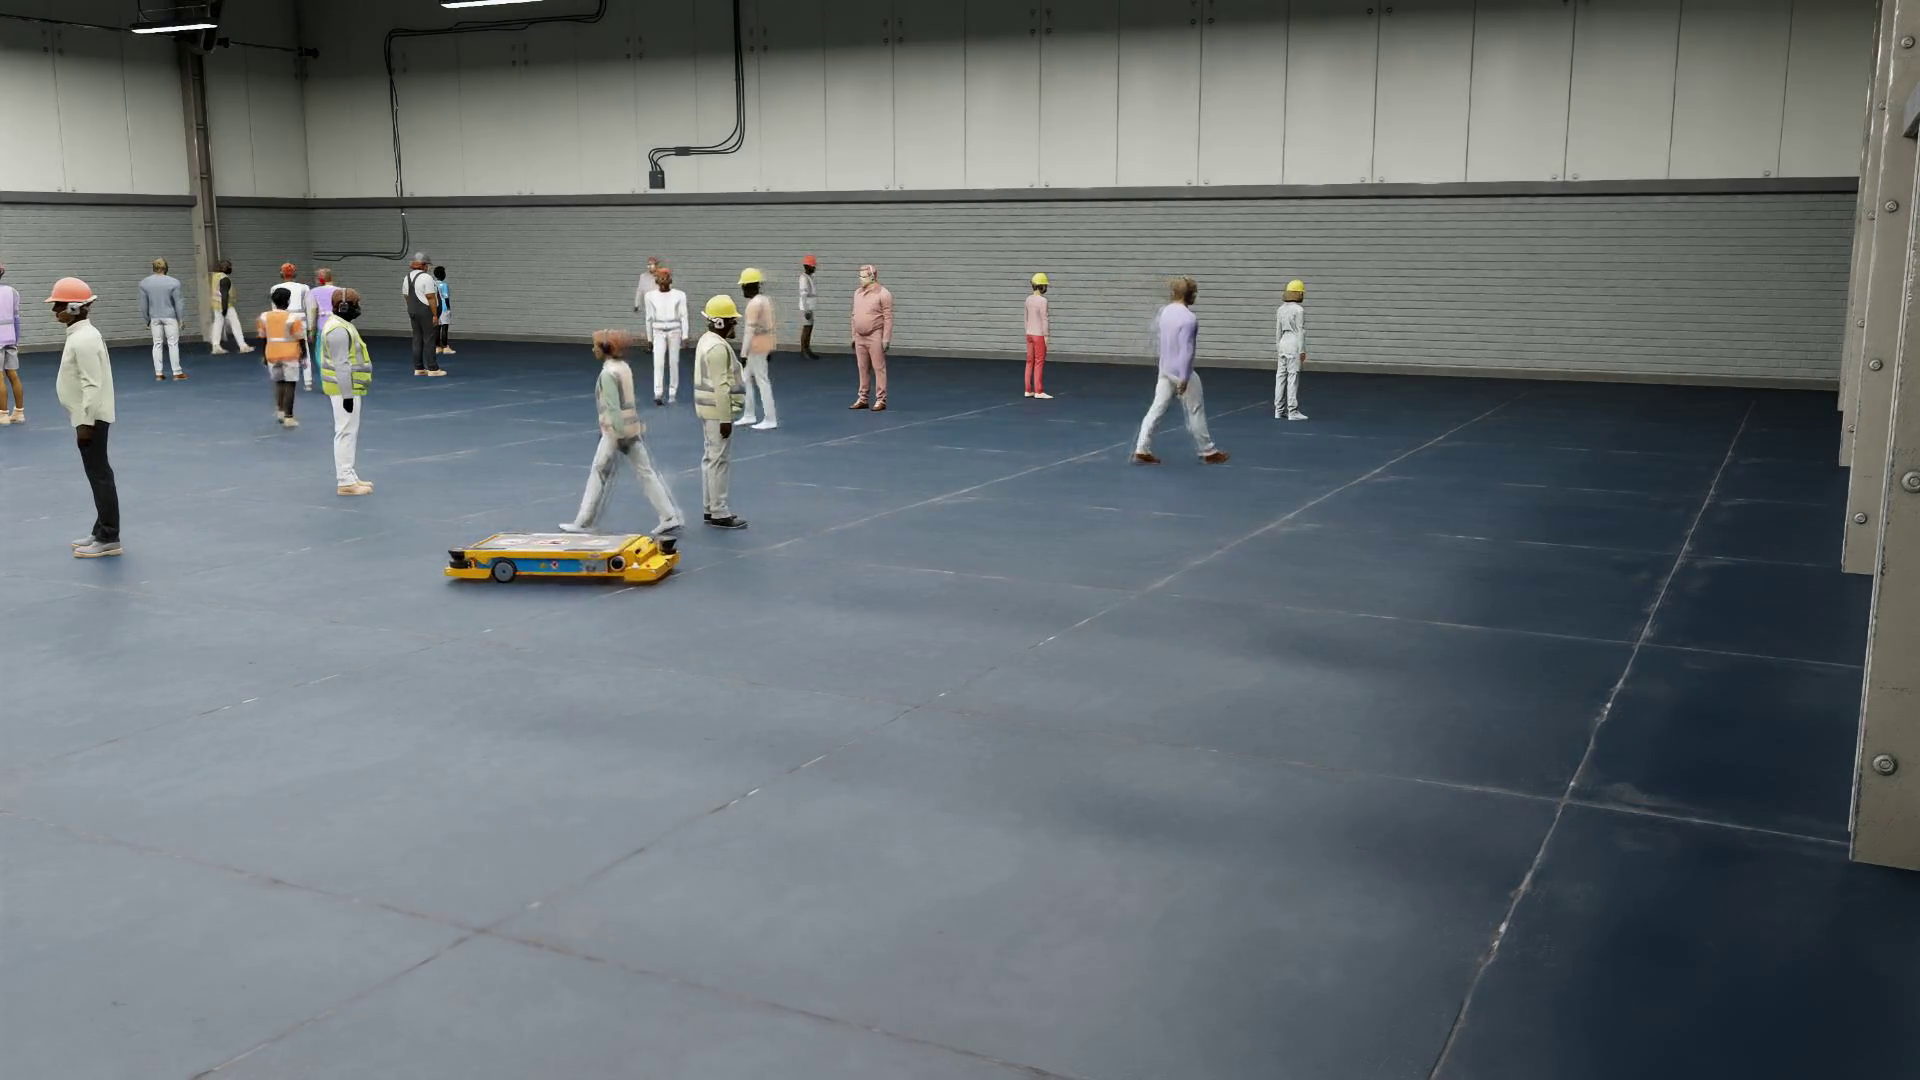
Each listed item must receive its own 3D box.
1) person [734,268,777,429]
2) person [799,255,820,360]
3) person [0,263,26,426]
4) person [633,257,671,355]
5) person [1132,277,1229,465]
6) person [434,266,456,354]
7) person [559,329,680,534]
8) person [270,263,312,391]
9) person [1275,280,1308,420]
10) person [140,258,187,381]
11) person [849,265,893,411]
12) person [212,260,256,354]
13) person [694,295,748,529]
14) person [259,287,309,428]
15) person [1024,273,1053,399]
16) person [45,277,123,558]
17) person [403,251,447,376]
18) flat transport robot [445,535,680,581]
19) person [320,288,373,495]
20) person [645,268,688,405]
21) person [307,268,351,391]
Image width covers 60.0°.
[{"bbox_3d":[-2.499,-2.255,19.698,0.713,1.900,0.629,1,10,5],"label":"person"},{"bbox_3d":[-2.767,-4.277,30.737,0.396,1.924,0.595,2,11,11],"label":"person"},{"bbox_3d":[-11.636,-2.396,20.106,0.378,2.044,0.607,2,11,12],"label":"person"},{"bbox_3d":[-5.902,-4.456,31.822,0.649,1.860,0.968,5,11,25],"label":"person"},{"bbox_3d":[2.197,-1.675,16.610,1.025,1.891,0.632,-5,11,-24],"label":"person"},{"bbox_3d":[-10.039,-4.449,32.236,0.536,1.700,0.318,9,14,40],"label":"person"},{"bbox_3d":[-2.587,-0.805,12.677,0.913,1.590,0.505,2,11,10],"label":"person"},{"bbox_3d":[-9.835,-3.125,24.518,0.572,1.883,0.354,-7,13,-34],"label":"person"},{"bbox_3d":[4.167,-2.377,20.841,0.311,1.736,0.483,-6,12,-28],"label":"person"},{"bbox_3d":[-12.605,-3.487,26.338,0.635,1.937,0.352,-1,10,-4],"label":"person"},{"bbox_3d":[-1.191,-2.648,21.864,0.637,1.904,0.403,8,13,37],"label":"person"},{"bbox_3d":[-14.226,-4.543,32.435,0.863,1.803,0.646,-9,14,-41],"label":"person"},{"bbox_3d":[-1.879,-1.005,13.089,0.403,1.832,0.593,-3,11,-17],"label":"person"},{"bbox_3d":[-8.074,-2.187,19.952,0.549,1.676,0.520,1,10,7],"label":"person"},{"bbox_3d":[1.111,-2.873,23.460,0.317,1.767,0.534,-6,12,-29],"label":"person"},{"bbox_3d":[-6.274,-0.876,11.942,0.380,1.996,0.608,-5,12,-27],"label":"person"},{"bbox_3d":[-8.754,-3.709,27.272,0.684,2.000,0.538,7,13,34],"label":"person"},{"bbox_3d":[-2.684,0.107,11.289,1.431,0.197,0.652,1,10,4],"label":"flat transport robot"},{"bbox_3d":[-5.448,-1.319,14.809,0.429,1.835,0.630,-3,11,-17],"label":"person"},{"bbox_3d":[-3.981,-2.748,22.581,0.580,1.839,0.956,-1,10,-7],"label":"person"},{"bbox_3d":[-9.204,-3.052,24.320,0.631,1.806,0.666,10,14,43],"label":"person"}]
